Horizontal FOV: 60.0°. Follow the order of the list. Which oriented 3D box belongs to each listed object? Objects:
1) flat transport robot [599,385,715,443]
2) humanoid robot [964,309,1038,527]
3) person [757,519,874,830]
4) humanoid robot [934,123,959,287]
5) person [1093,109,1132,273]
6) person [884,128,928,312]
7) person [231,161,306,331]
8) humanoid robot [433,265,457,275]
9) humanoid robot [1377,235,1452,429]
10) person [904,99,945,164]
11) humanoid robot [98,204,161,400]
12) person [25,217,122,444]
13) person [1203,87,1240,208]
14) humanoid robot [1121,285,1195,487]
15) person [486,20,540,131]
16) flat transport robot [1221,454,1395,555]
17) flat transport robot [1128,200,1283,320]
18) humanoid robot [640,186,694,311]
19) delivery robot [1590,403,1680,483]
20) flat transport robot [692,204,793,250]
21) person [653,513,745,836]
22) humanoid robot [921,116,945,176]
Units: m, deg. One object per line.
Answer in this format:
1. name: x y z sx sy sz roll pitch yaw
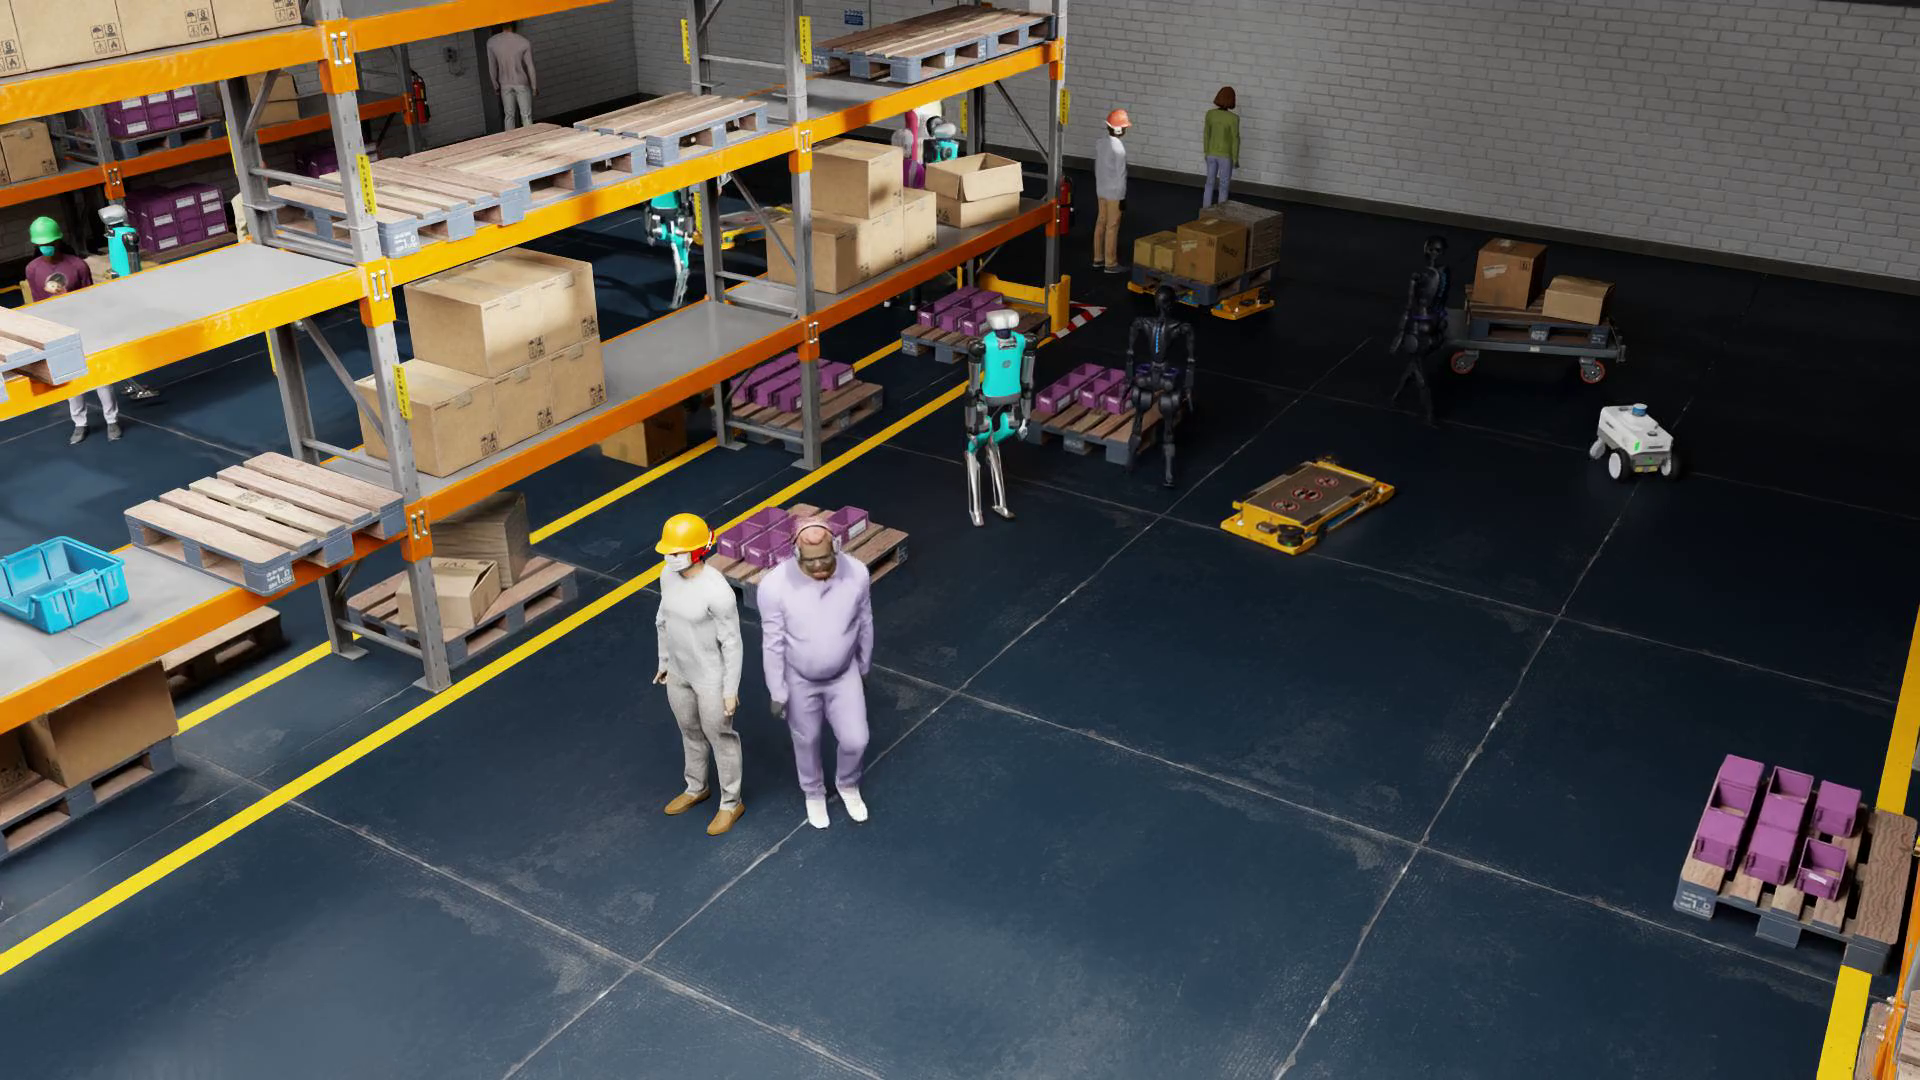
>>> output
1. flat transport robot: -2.761 -1.191 14.544 0.659 0.231 1.431 16 31 28
2. humanoid robot: 0.224 -0.960 12.388 0.530 1.724 0.740 -9 28 -17
3. person: -0.740 0.749 8.950 0.637 1.879 0.492 -8 28 -16
4. humanoid robot: -0.471 -3.493 17.494 1.004 1.759 0.557 2 27 3
5. person: 1.665 -3.785 18.015 0.341 1.748 0.571 -11 29 -20
6. person: -0.573 -3.241 16.856 0.504 1.841 0.339 10 29 20
7. person: -6.694 -2.846 16.167 0.572 1.746 0.344 -22 34 -37
8. humanoid robot: -5.114 -2.946 16.458 0.479 1.644 0.611 3 27 7
9. humanoid robot: 3.934 -1.802 14.247 0.598 1.624 0.768 -21 33 -35
10. person: -0.388 -4.565 19.498 0.904 1.806 0.636 24 35 39
11. humanoid robot: -7.379 -2.016 14.401 0.735 1.677 0.533 -23 35 -37
12. person: -7.355 -1.738 13.780 0.494 1.943 0.434 -7 28 -13
13. person: 3.071 -4.500 19.556 0.286 1.631 0.499 -23 35 -37
14. humanoid robot: 1.550 -1.209 13.050 0.589 1.628 0.476 9 28 17
15. person: -6.002 -6.128 22.430 0.636 1.937 0.352 1 27 3
16. flat transport robot: 2.684 -0.283 12.756 0.659 0.231 1.431 23 35 38
17. flat transport robot: 2.504 -2.601 17.323 0.659 0.231 1.431 -24 35 -38
18. humanoid robot: -2.894 -3.194 16.877 0.537 1.743 1.005 5 27 9
19. delivery robot: 5.453 -0.807 13.463 0.524 0.587 0.749 -2 27 -4
20. flat transport robot: -2.437 -3.640 19.371 1.431 0.231 0.659 -19 33 -33
21. person: -1.417 0.715 8.993 0.580 1.895 0.355 18 32 32
22. humanoid robot: -0.265 -3.769 18.088 0.620 1.640 0.592 -20 33 -33
